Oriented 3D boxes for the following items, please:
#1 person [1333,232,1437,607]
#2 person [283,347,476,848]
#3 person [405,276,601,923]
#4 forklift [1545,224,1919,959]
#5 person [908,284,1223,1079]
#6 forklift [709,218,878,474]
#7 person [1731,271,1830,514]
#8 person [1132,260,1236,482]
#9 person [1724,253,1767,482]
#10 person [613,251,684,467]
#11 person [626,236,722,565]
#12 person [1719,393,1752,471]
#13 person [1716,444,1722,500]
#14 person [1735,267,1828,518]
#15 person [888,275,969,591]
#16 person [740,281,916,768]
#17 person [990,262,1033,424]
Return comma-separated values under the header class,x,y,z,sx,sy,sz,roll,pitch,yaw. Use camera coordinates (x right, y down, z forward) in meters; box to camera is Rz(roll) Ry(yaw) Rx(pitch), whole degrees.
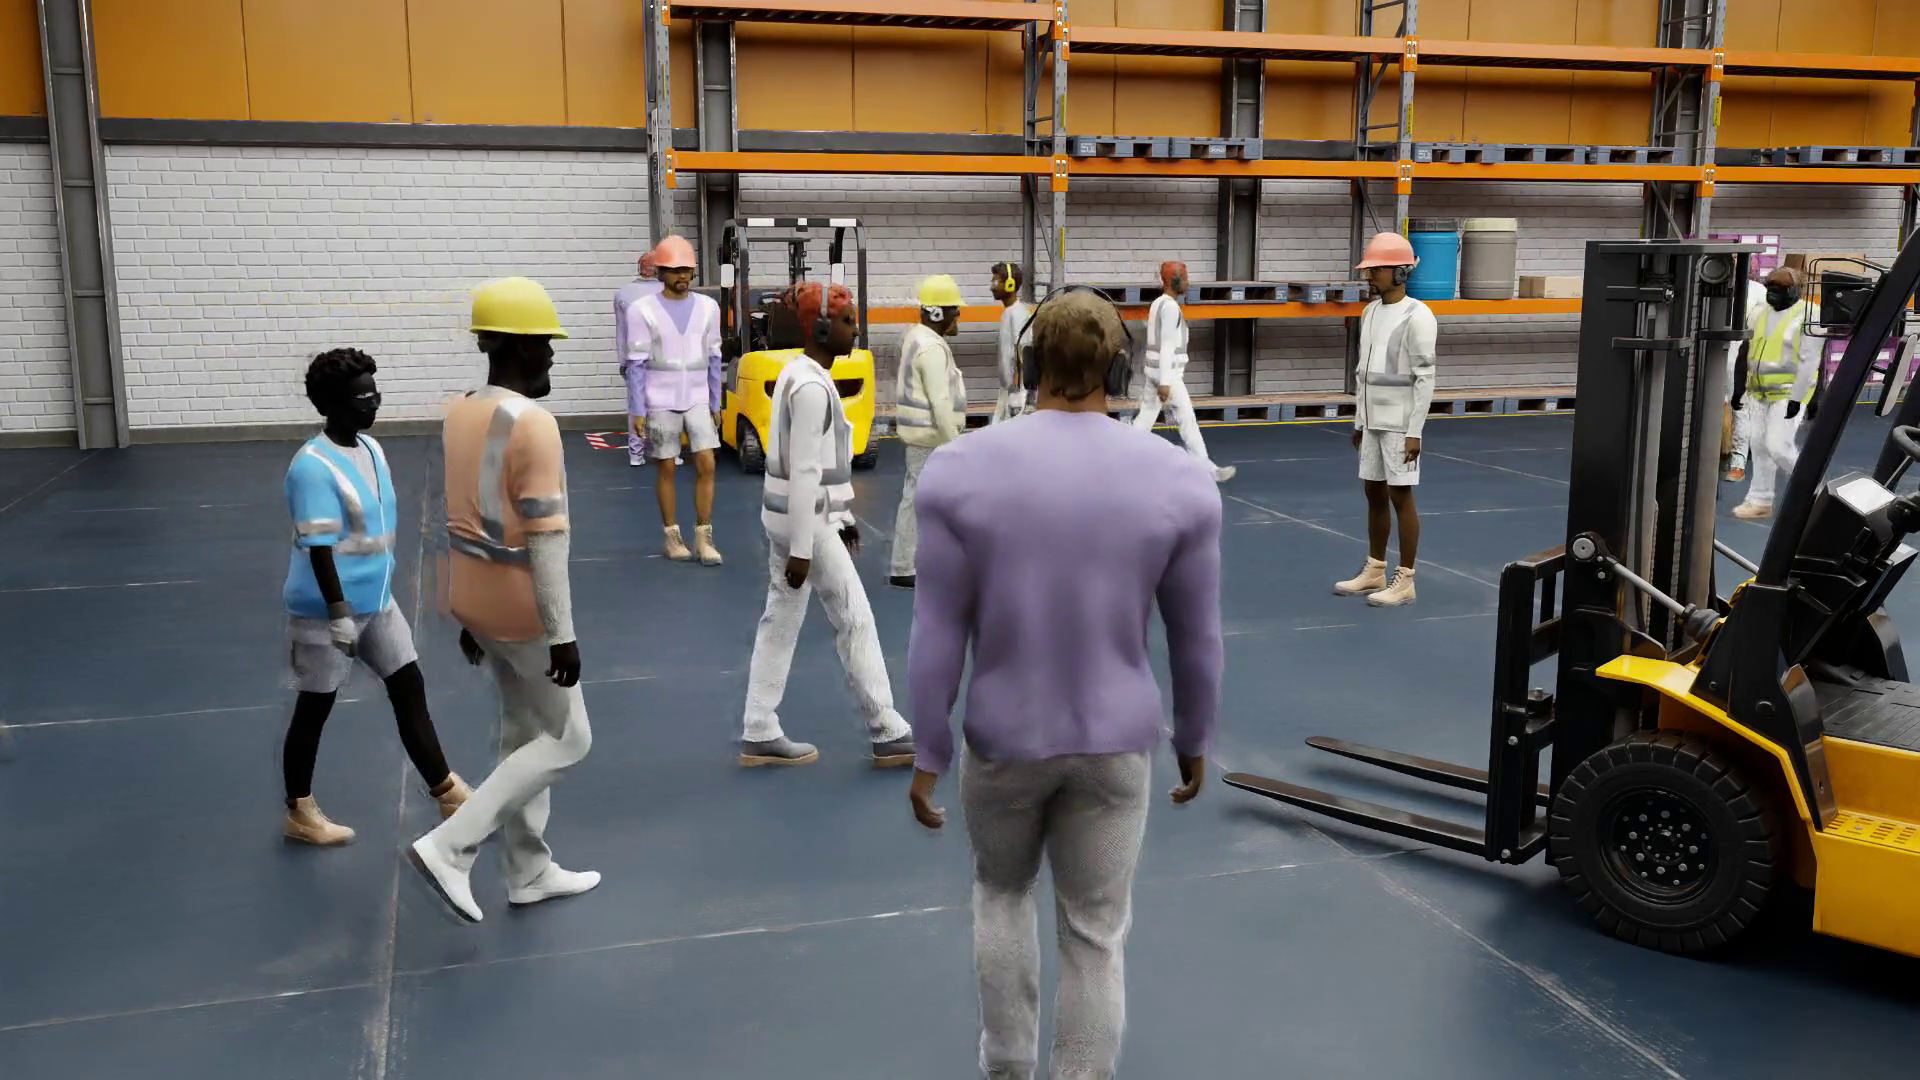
class,x,y,z,sx,sy,sz,roll,pitch,yaw
person,2.336,-0.652,9.140,0.397,2.043,0.610,-3,11,-18
person,-1.908,0.209,5.459,0.794,1.660,0.543,2,10,9
person,-1.346,0.197,4.841,0.551,1.909,0.602,-8,13,-37
forklift,2.909,0.117,4.508,2.313,2.155,1.214,9,14,40
person,0.228,0.425,3.569,0.660,1.917,0.632,0,10,2
forklift,-1.522,-1.778,14.899,1.214,2.155,2.313,-3,11,-17
person,6.100,-1.102,12.295,0.921,1.807,0.629,-5,12,-27
person,1.724,-1.332,13.452,1.002,1.827,0.605,-1,10,-7
person,6.396,-1.457,13.840,0.361,1.937,0.635,-9,14,-42
person,-2.706,-1.585,14.657,0.644,1.900,0.404,0,10,2
person,-1.703,-0.833,10.175,0.632,2.018,0.738,-5,12,-26
person,6.637,-1.530,14.340,0.491,1.911,0.548,5,11,26
person,5.494,-1.215,12.621,0.847,1.889,0.575,-3,11,-16
person,5.858,-1.019,11.798,0.534,1.816,0.635,-3,11,-15
person,-0.053,-0.594,9.485,0.817,1.798,0.619,-1,10,-6
person,-0.448,-0.044,6.320,0.892,1.846,0.595,-2,11,-12
person,0.454,-1.103,12.174,0.673,1.837,0.528,-2,11,-11
